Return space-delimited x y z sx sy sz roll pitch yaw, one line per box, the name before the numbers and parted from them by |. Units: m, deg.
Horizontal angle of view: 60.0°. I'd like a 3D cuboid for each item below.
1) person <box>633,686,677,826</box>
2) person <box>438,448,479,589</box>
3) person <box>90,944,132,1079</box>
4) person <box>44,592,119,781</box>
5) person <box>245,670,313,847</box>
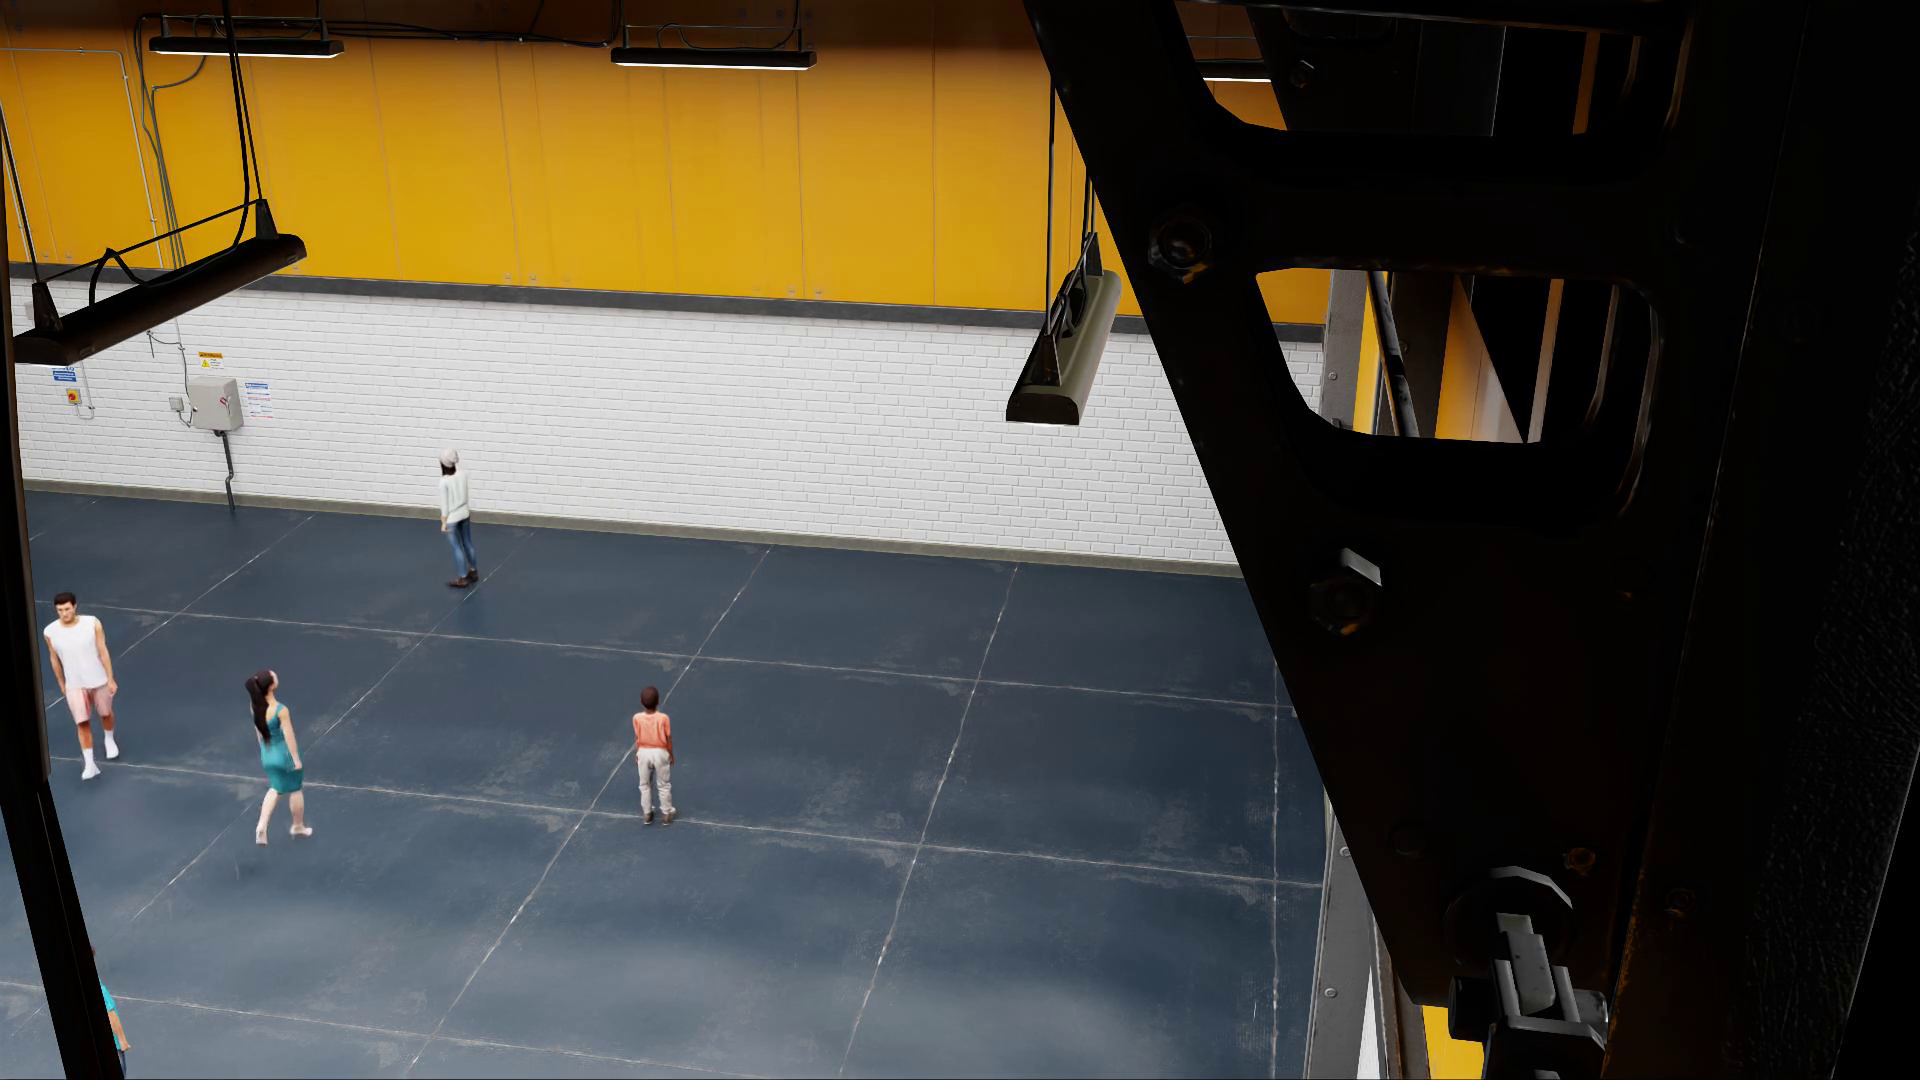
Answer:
person | -2.646 1.856 14.341 0.504 1.310 0.513 0 24 0
person | -5.689 -0.267 18.778 0.687 1.647 0.525 12 26 26
person | -5.677 3.262 10.952 0.548 1.449 0.514 8 25 17
person | -7.957 1.242 15.195 0.994 1.751 1.140 -10 26 -22
person | -5.735 1.862 13.879 0.665 1.669 0.848 10 25 21
